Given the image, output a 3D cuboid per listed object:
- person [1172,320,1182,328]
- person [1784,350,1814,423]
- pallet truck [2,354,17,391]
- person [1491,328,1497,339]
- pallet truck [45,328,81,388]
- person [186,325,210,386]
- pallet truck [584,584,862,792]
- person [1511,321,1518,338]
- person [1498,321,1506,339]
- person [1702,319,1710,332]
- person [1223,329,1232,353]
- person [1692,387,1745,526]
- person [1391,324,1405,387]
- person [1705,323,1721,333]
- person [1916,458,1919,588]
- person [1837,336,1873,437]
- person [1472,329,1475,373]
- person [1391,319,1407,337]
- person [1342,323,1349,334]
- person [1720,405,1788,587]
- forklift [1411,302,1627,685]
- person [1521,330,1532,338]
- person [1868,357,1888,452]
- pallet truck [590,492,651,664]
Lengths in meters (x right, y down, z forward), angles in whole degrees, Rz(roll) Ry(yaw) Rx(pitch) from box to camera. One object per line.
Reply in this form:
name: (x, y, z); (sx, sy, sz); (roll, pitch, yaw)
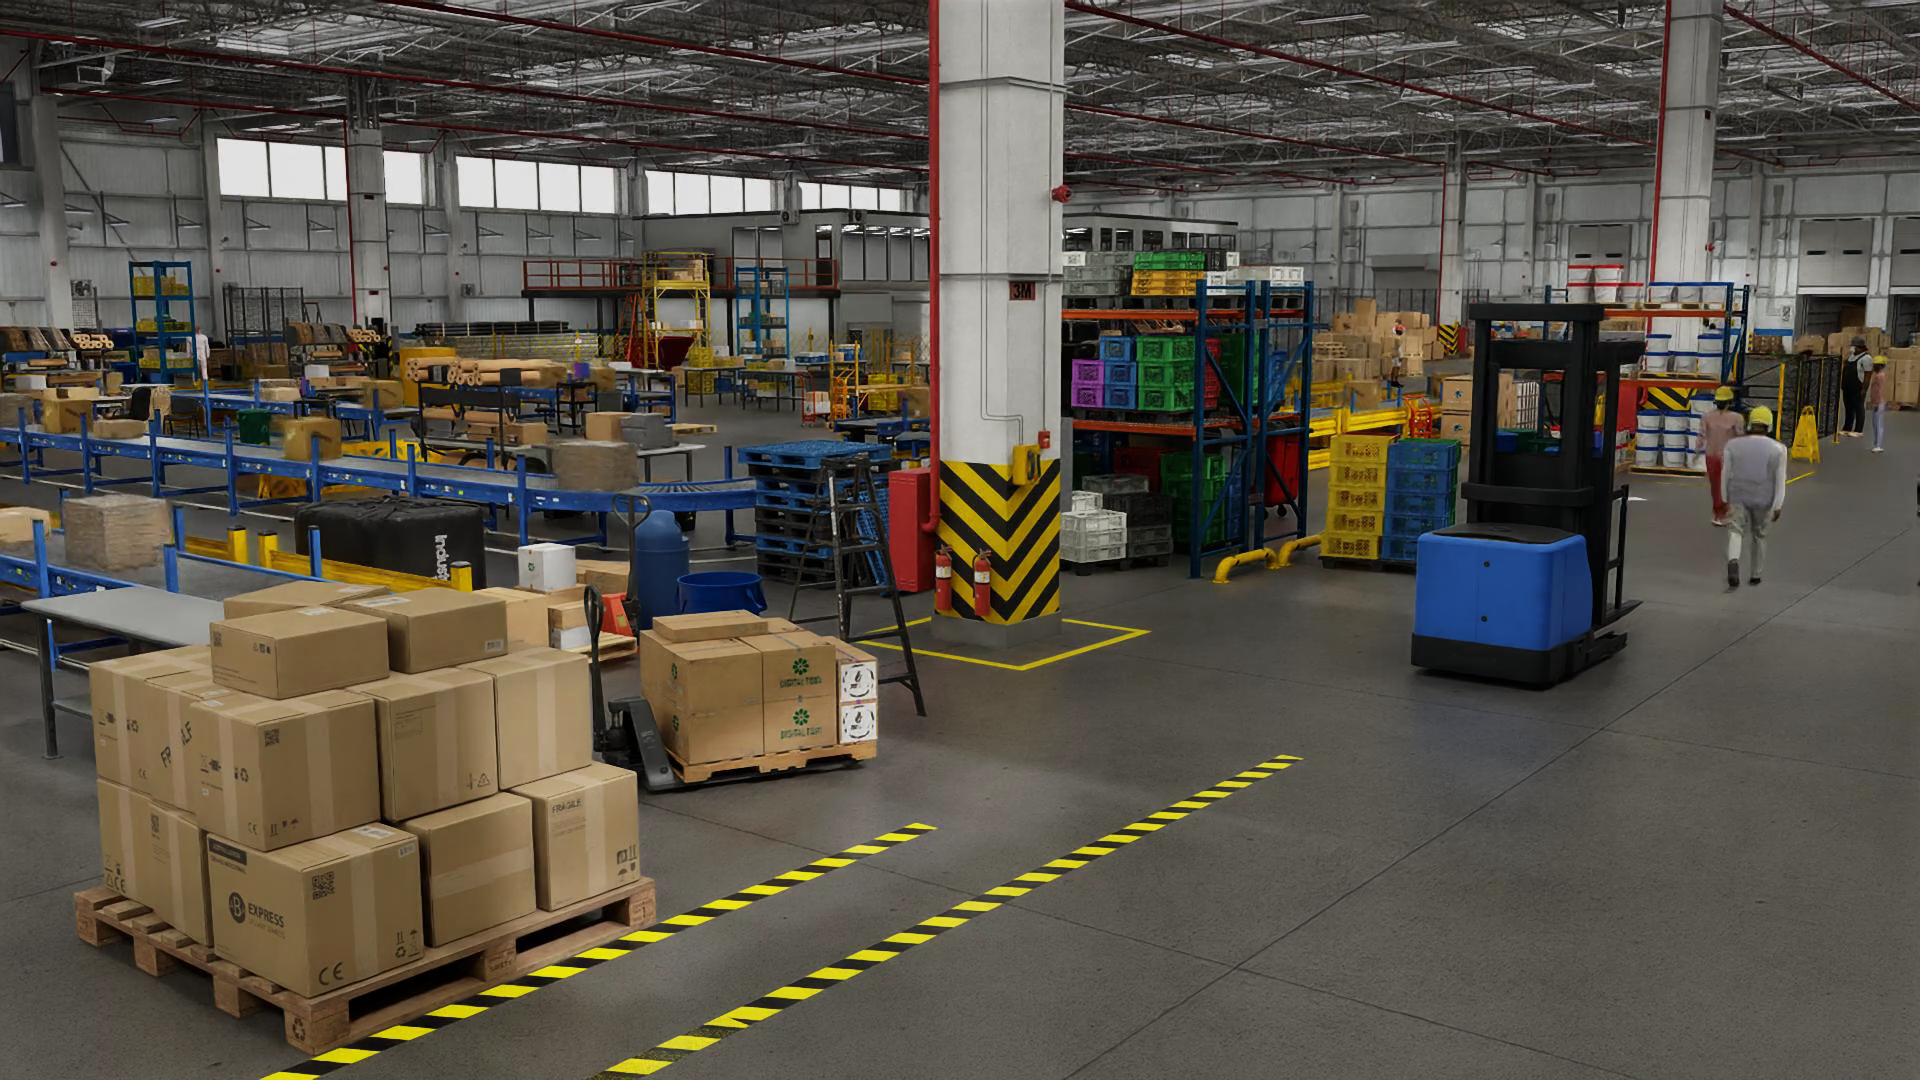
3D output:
person: (8.952, -8.160, 68.246); (0.357, 1.886, 0.573); (-7, 11, -41)
person: (18.406, -3.323, 36.325); (0.503, 1.682, 0.535); (7, 11, 41)
pallet truck: (-24.881, -4.417, 42.634); (1.885, 1.965, 0.823); (8, 11, 41)
person: (13.804, -4.544, 43.515); (0.404, 1.988, 0.622); (1, 9, 10)
pallet truck: (-23.775, -4.544, 43.495); (1.885, 1.965, 0.823); (6, 10, 35)
person: (-23.527, -5.665, 51.354); (0.652, 1.906, 0.404); (-4, 9, -25)
pallet truck: (-1.426, 0.805, 10.019); (1.601, 1.201, 0.680); (-4, 9, -26)
person: (26.350, -9.759, 78.919); (0.382, 1.916, 0.585); (3, 9, 18)
person: (22.642, -8.282, 69.547); (0.323, 1.742, 0.492); (0, 8, 2)
person: (31.530, -8.453, 70.498); (0.635, 1.809, 0.904); (-6, 10, -35)
person: (7.453, -4.927, 46.178); (0.363, 1.963, 0.612); (1, 8, 4)
person: (9.430, -1.032, 20.728); (0.540, 1.733, 0.825); (8, 12, 43)
person: (13.539, -5.690, 51.419); (0.364, 1.935, 0.553); (-1, 9, -9)
person: (27.748, -7.109, 61.418); (0.632, 1.816, 0.869); (2, 9, 10)
person: (9.607, -0.331, 16.216); (0.546, 1.643, 0.862); (6, 10, 35)
person: (18.049, -3.099, 33.603); (0.539, 2.000, 0.688); (-1, 8, -6)
person: (15.499, -5.393, 49.717); (0.473, 1.858, 0.514); (4, 9, 26)
person: (16.443, -7.320, 62.470); (0.697, 1.931, 0.347); (8, 12, 43)
person: (13.871, -6.886, 59.834); (0.413, 1.829, 0.556); (3, 9, 18)
person: (7.748, -0.414, 16.272); (0.599, 1.815, 0.724); (5, 10, 29)
forklift: (4.379, -0.438, 12.852); (1.129, 2.768, 1.873); (7, 11, 37)
person: (15.104, -4.659, 44.528); (0.550, 1.916, 0.435); (-4, 9, -23)
person: (16.808, -2.473, 30.478); (0.322, 1.732, 0.697); (5, 10, 31)
pallet truck: (-3.115, 0.344, 12.883); (0.653, 1.274, 1.630); (7, 11, 37)
